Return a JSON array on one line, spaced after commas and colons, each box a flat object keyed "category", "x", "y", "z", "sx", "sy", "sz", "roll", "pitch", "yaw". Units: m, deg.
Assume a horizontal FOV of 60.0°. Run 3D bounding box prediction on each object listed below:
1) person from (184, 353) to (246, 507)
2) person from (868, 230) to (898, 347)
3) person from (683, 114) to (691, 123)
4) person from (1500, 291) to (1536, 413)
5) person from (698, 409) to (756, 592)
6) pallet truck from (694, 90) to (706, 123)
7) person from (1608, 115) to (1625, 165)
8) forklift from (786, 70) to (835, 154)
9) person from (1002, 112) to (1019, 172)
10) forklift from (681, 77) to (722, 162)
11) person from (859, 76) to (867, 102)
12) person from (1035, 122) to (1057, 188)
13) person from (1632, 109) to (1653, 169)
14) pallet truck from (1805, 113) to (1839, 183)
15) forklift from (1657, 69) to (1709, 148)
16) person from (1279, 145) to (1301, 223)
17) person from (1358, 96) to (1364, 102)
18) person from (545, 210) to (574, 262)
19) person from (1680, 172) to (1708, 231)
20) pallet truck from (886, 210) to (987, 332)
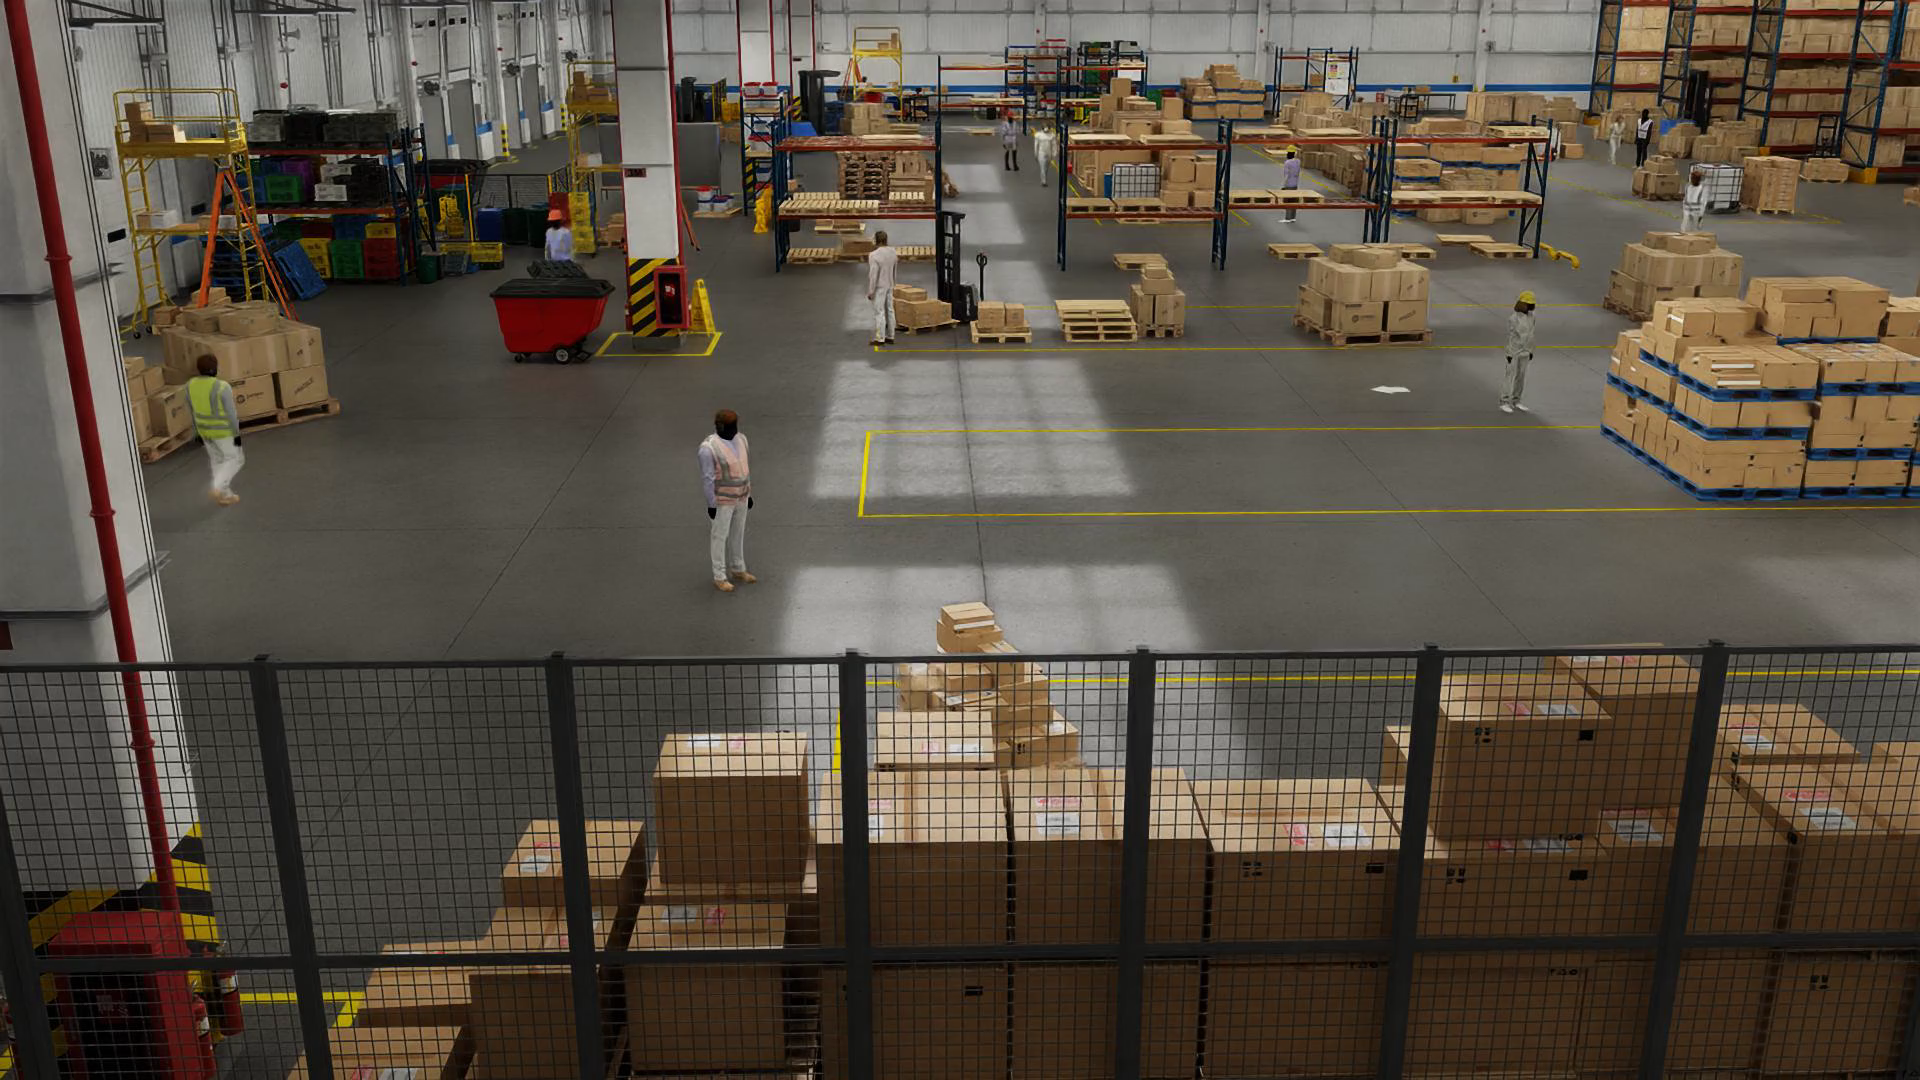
[{"category": "person", "x": -8.589, "y": -1.245, "z": 19.188, "sx": 0.640, "sy": 1.824, "sz": 0.488, "roll": 7, "pitch": 20, "yaw": 19}, {"category": "person", "x": -1.302, "y": -4.201, "z": 27.785, "sx": 0.367, "sy": 1.940, "sz": 0.634, "roll": 15, "pitch": 23, "yaw": 37}, {"category": "person", "x": -8.939, "y": -13.143, "z": 54.682, "sx": 0.318, "sy": 1.699, "sz": 0.535, "roll": 3, "pitch": 19, "yaw": 8}, {"category": "person", "x": 7.935, "y": -2.669, "z": 23.559, "sx": 0.480, "sy": 1.734, "sz": 0.328, "roll": -11, "pitch": 22, "yaw": -30}, {"category": "person", "x": -2.312, "y": -0.415, "z": 16.703, "sx": 0.429, "sy": 1.844, "sz": 0.627, "roll": 13, "pitch": 22, "yaw": 33}, {"category": "pallet truck", "x": -9.671, "y": -15.907, "z": 62.421, "sx": 0.823, "sy": 1.965, "sz": 1.885, "roll": 5, "pitch": 19, "yaw": 15}, {"category": "person", "x": 21.819, "y": -13.333, "z": 55.387, "sx": 0.540, "sy": 1.612, "sz": 0.628, "roll": -1, "pitch": 19, "yaw": -4}, {"category": "forklift", "x": -5.368, "y": -15.171, "z": 58.877, "sx": 1.873, "sy": 2.768, "sz": 1.129, "roll": -10, "pitch": 21, "yaw": -28}, {"category": "person", "x": 1.631, "y": -12.757, "z": 53.264, "sx": 0.557, "sy": 1.873, "sz": 1.029, "roll": -5, "pitch": 19, "yaw": -15}, {"category": "forklift", "x": -8.926, "y": -13.867, "z": 55.007, "sx": 1.873, "sy": 2.768, "sz": 1.129, "roll": -1, "pitch": 19, "yaw": -1}, {"category": "person", "x": -4.193, "y": -19.118, "z": 72.064, "sx": 0.375, "sy": 1.932, "sz": 0.623, "roll": 2, "pitch": 19, "yaw": 6}, {"category": "person", "x": 2.531, "y": -11.434, "z": 49.309, "sx": 0.642, "sy": 1.903, "sz": 0.990, "roll": -2, "pitch": 19, "yaw": -7}, {"category": "person", "x": 22.164, "y": -13.003, "z": 53.944, "sx": 0.397, "sy": 1.911, "sz": 0.587, "roll": -8, "pitch": 20, "yaw": -23}, {"category": "pallet truck", "x": 26.403, "y": -11.957, "z": 50.702, "sx": 0.823, "sy": 1.965, "sz": 1.885, "roll": 6, "pitch": 19, "yaw": 16}, {"category": "forklift", "x": 26.236, "y": -15.387, "z": 59.519, "sx": 1.873, "sy": 2.768, "sz": 1.129, "roll": -1, "pitch": 19, "yaw": -1}, {"category": "person", "x": 8.327, "y": -8.975, "z": 41.965, "sx": 0.585, "sy": 1.928, "sz": 0.368, "roll": -18, "pitch": 25, "yaw": -42}, {"category": "person", "x": 15.298, "y": -16.214, "z": 63.895, "sx": 0.540, "sy": 1.623, "sz": 0.433, "roll": -3, "pitch": 19, "yaw": -9}, {"category": "person", "x": -7.385, "y": -5.167, "z": 30.750, "sx": 0.557, "sy": 1.896, "sz": 1.014, "roll": 10, "pitch": 21, "yaw": 28}, {"category": "person", "x": 16.337, "y": -7.271, "z": 37.059, "sx": 0.979, "sy": 1.842, "sz": 0.594, "roll": -15, "pitch": 24, "yaw": -38}, {"category": "pallet truck", "x": -0.493, "y": -4.759, "z": 29.349, "sx": 1.885, "sy": 1.965, "sz": 0.823, "roll": -13, "pitch": 23, "yaw": -34}]
